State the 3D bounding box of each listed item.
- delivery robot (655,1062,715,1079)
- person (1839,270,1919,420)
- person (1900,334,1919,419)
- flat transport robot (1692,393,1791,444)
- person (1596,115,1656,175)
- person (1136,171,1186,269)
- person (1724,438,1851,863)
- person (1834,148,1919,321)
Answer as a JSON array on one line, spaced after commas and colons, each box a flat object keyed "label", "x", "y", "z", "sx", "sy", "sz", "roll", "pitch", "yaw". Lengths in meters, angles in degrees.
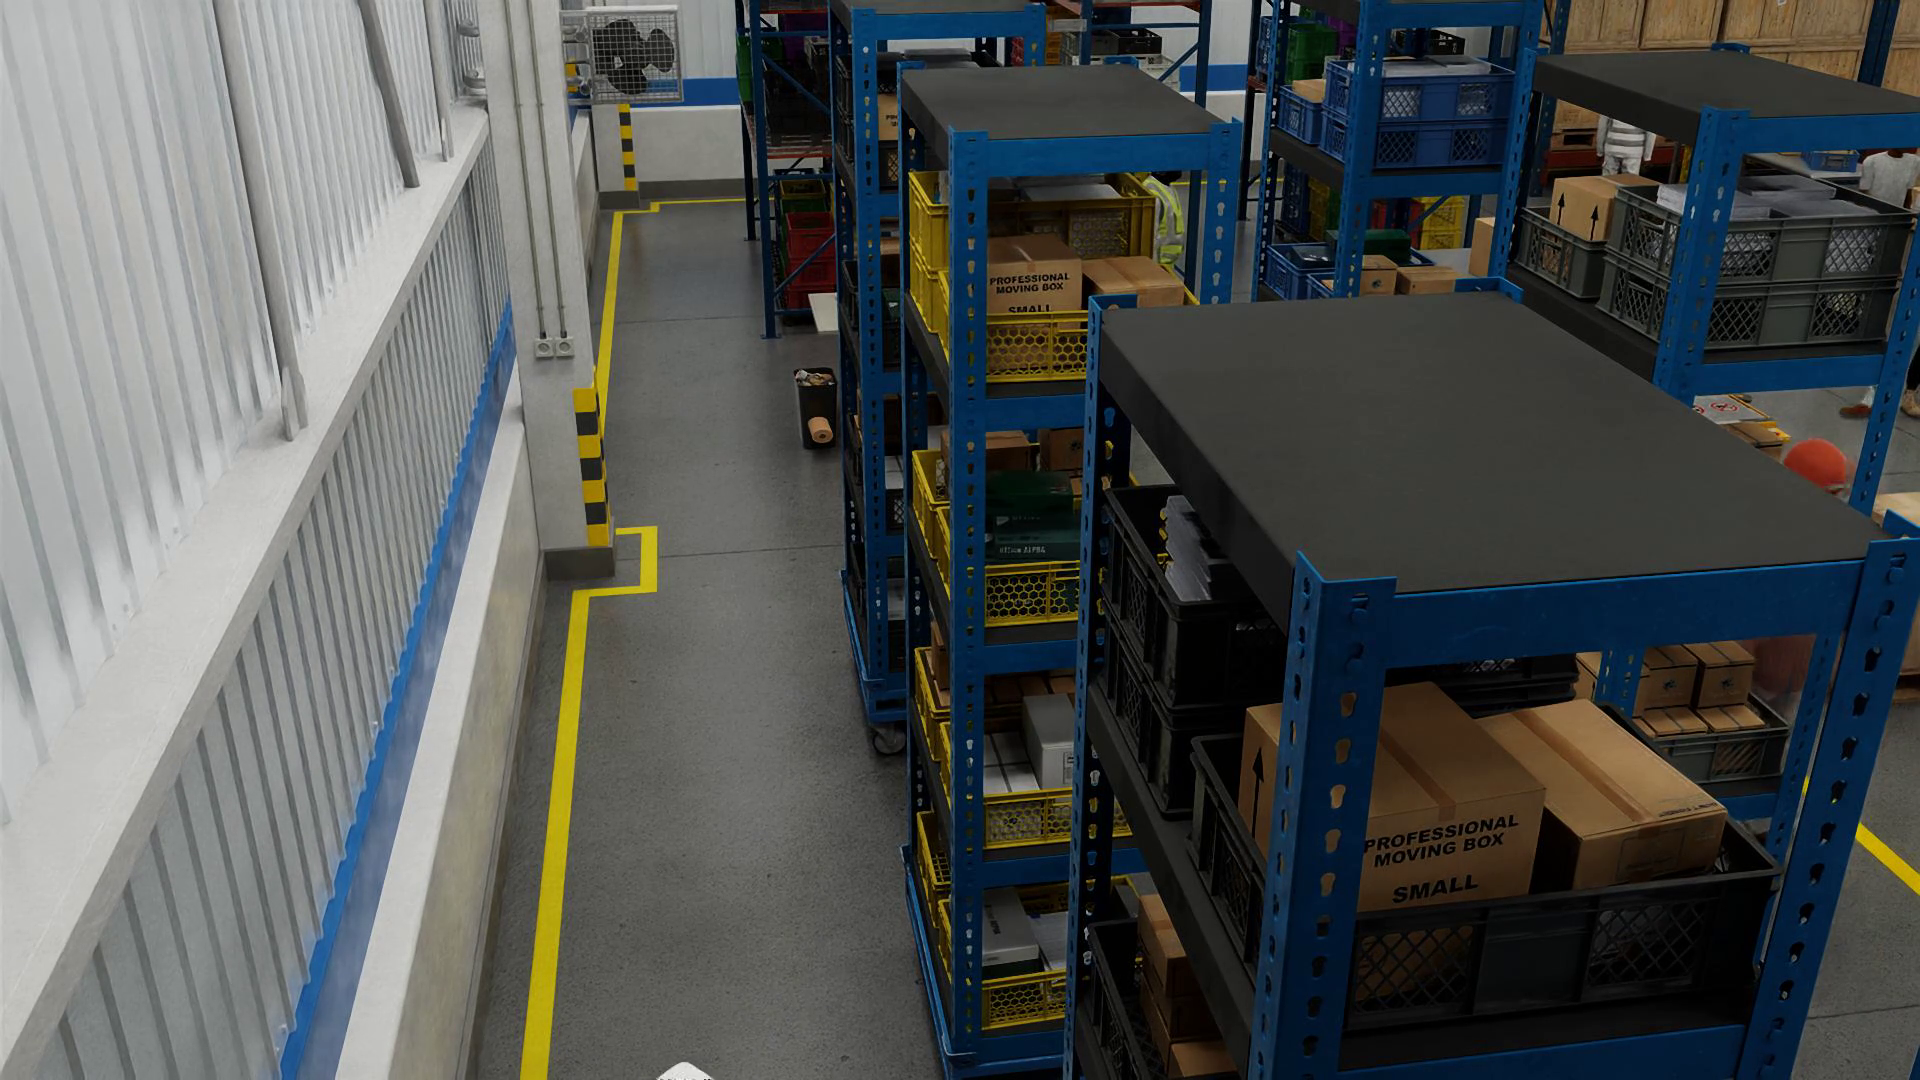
[{"label": "delivery robot", "x": -1.054, "y": 2.021, "z": 5.427, "sx": 0.477, "sy": 0.478, "sz": 0.707, "roll": 18, "pitch": 30, "yaw": 35}, {"label": "person", "x": 7.175, "y": -1.743, "z": 12.123, "sx": 0.972, "sy": 1.909, "sz": 0.632, "roll": 1, "pitch": 25, "yaw": 3}, {"label": "person", "x": 7.395, "y": -1.740, "z": 12.355, "sx": 0.535, "sy": 1.693, "sz": 0.322, "roll": -6, "pitch": 25, "yaw": -12}, {"label": "flat transport robot", "x": 5.224, "y": -0.859, "z": 12.132, "sx": 1.431, "sy": 0.197, "sz": 0.652, "roll": -4, "pitch": 25, "yaw": -8}, {"label": "person", "x": 6.745, "y": -3.928, "z": 16.891, "sx": 0.575, "sy": 1.883, "sz": 0.355, "roll": 18, "pitch": 30, "yaw": 35}, {"label": "person", "x": 1.567, "y": -2.214, "z": 13.228, "sx": 0.430, "sy": 1.837, "sz": 0.629, "roll": 7, "pitch": 26, "yaw": 14}, {"label": "person", "x": 3.494, "y": 0.518, "z": 7.099, "sx": 0.639, "sy": 1.982, "sz": 0.469, "roll": -10, "pitch": 26, "yaw": -20}, {"label": "person", "x": 7.814, "y": -2.657, "z": 14.157, "sx": 0.515, "sy": 1.861, "sz": 0.316, "roll": -1, "pitch": 25, "yaw": -2}]
